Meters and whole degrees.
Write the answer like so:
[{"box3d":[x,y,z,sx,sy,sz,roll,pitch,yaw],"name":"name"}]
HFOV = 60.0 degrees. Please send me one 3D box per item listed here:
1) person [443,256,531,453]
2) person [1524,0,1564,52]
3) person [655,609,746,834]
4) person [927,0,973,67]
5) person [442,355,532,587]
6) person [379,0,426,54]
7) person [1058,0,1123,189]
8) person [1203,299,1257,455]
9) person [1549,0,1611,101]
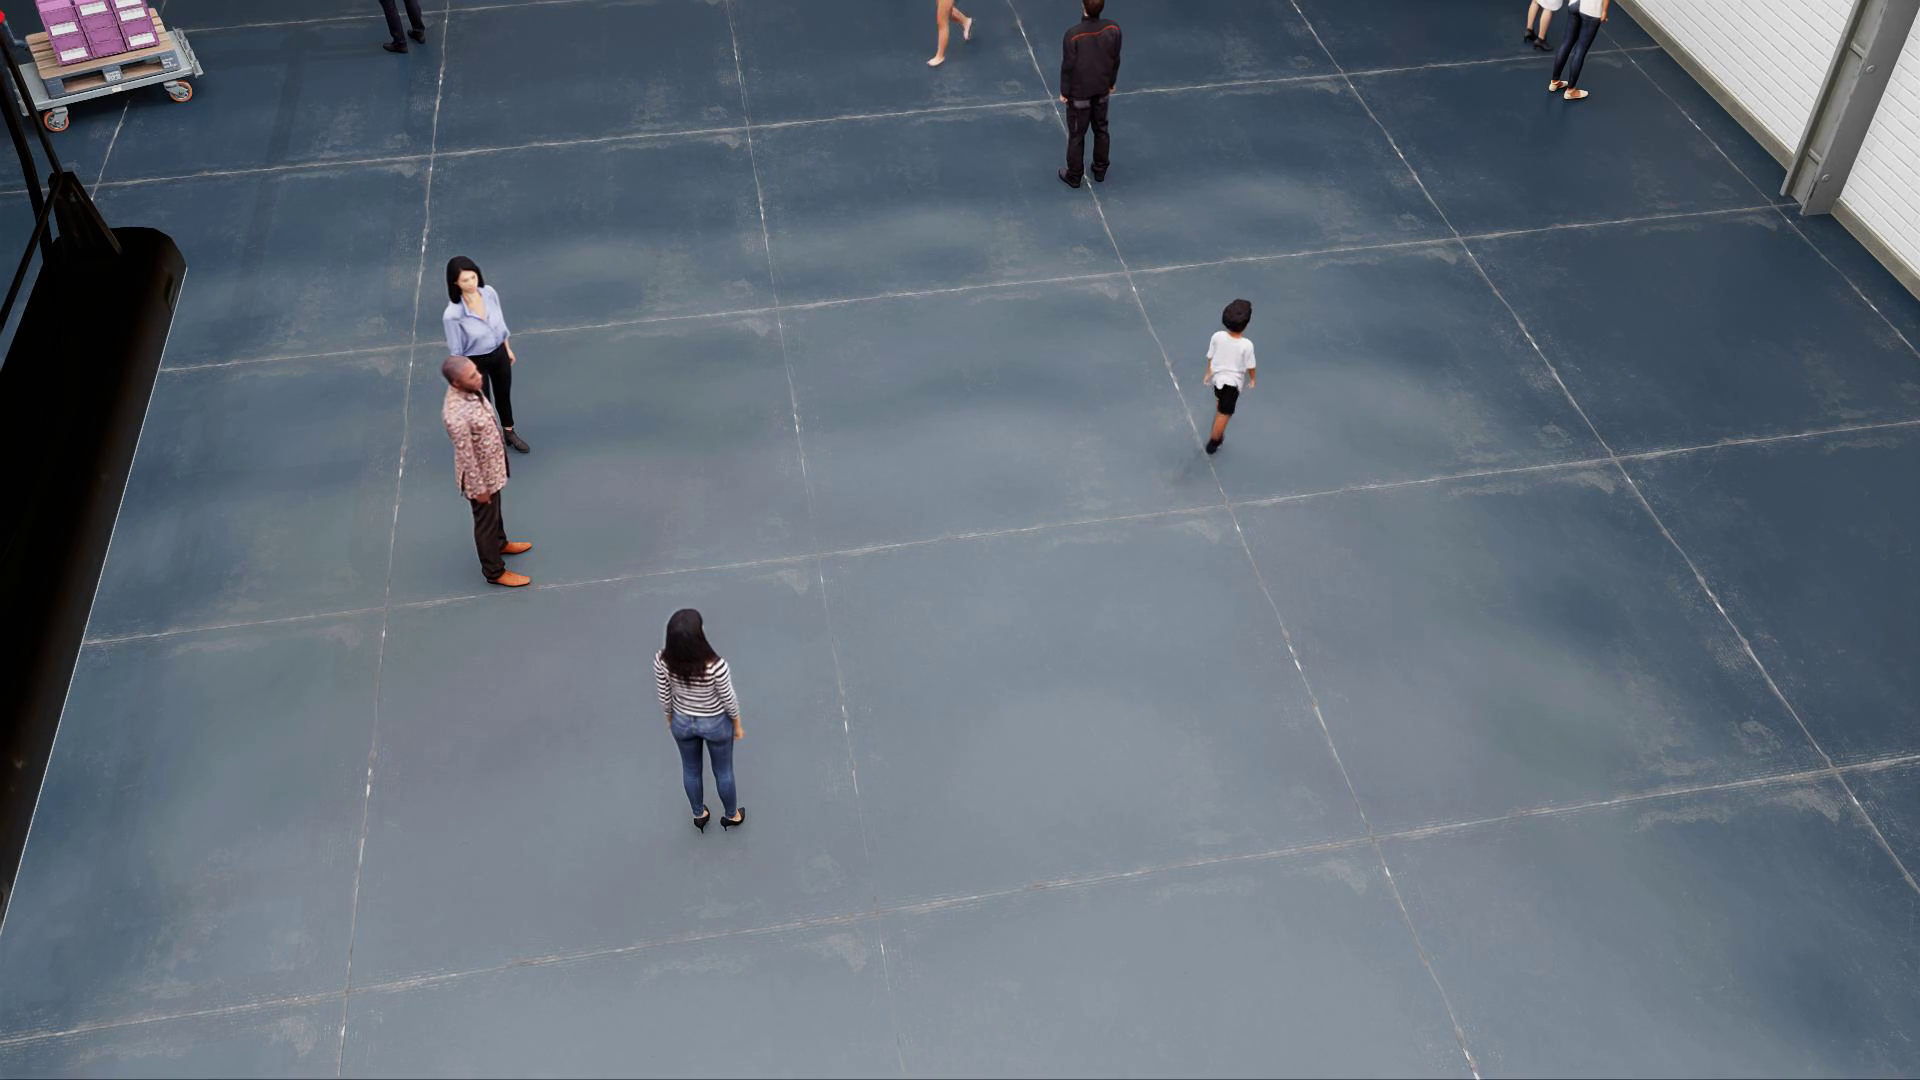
[{"box3d":[-3.396,-1.278,11.893,0.776,1.743,0.733,29,51,27],"name":"person"},{"box3d":[5.944,-5.690,16.659,0.634,1.556,0.484,-11,45,-12],"name":"person"},{"box3d":[-1.461,1.051,9.409,0.635,1.797,0.583,6,44,6],"name":"person"},{"box3d":[-0.084,-5.553,16.497,0.974,1.582,0.963,33,53,30],"name":"person"},{"box3d":[-3.183,-0.483,11.012,0.755,1.808,0.524,-5,44,-5],"name":"person"},{"box3d":[-5.714,-5.784,16.553,0.863,1.840,0.789,24,48,23],"name":"person"},{"box3d":[1.138,-3.979,14.660,0.762,1.838,0.642,-15,46,-16],"name":"person"},{"box3d":[1.938,-1.160,12.145,0.810,1.225,0.914,20,47,20],"name":"person"},{"box3d":[5.965,-5.074,15.847,0.705,1.785,0.565,-20,47,-20],"name":"person"}]
